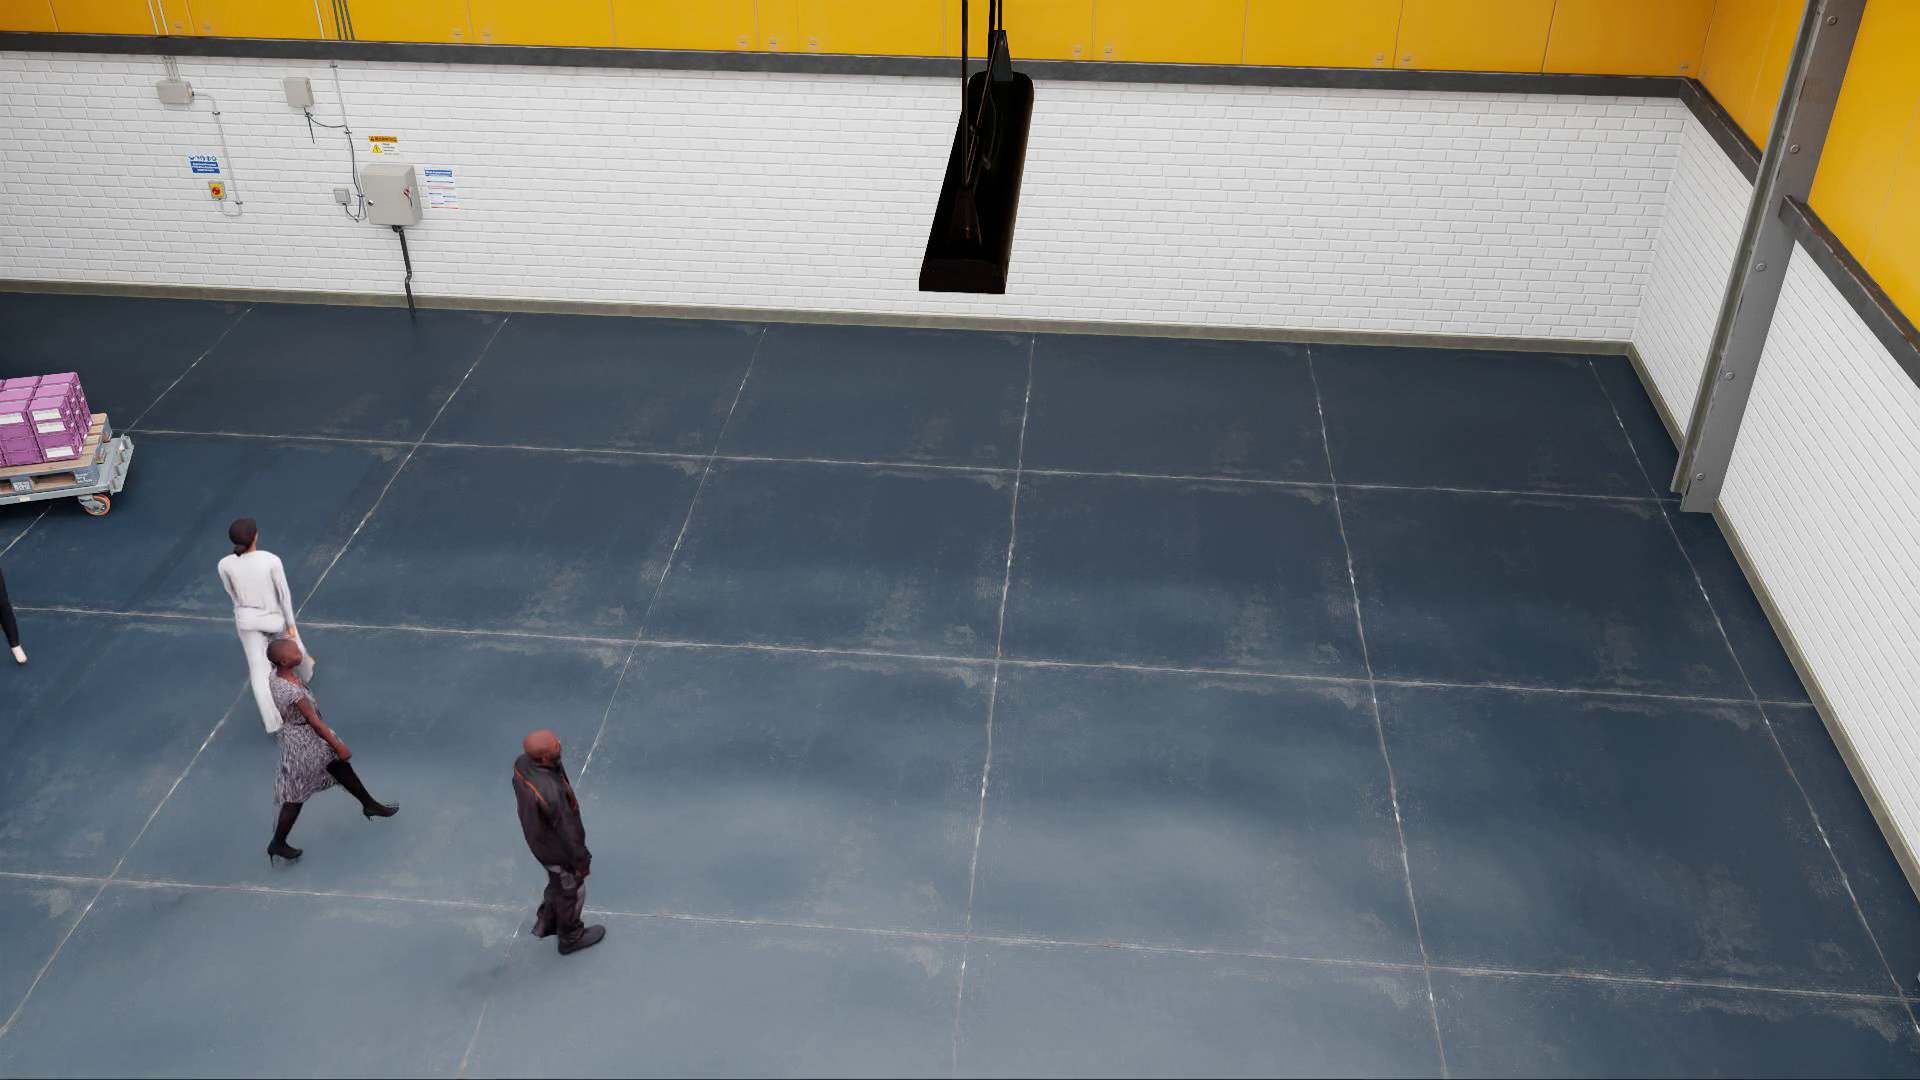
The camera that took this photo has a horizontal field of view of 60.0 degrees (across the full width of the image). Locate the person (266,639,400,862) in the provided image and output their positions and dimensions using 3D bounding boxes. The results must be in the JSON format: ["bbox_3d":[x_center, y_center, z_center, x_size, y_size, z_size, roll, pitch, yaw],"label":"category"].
[{"bbox_3d":[-4.457,1.452,11.258,1.113,1.738,1.139,-20,39,-27],"label":"person"}]

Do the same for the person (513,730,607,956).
[{"bbox_3d":[-2.630,1.935,10.468,0.942,1.807,0.880,-24,41,-32],"label":"person"}]

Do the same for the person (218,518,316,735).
[{"bbox_3d":[-5.251,0.660,12.490,0.852,1.691,1.210,-6,34,-9],"label":"person"}]
